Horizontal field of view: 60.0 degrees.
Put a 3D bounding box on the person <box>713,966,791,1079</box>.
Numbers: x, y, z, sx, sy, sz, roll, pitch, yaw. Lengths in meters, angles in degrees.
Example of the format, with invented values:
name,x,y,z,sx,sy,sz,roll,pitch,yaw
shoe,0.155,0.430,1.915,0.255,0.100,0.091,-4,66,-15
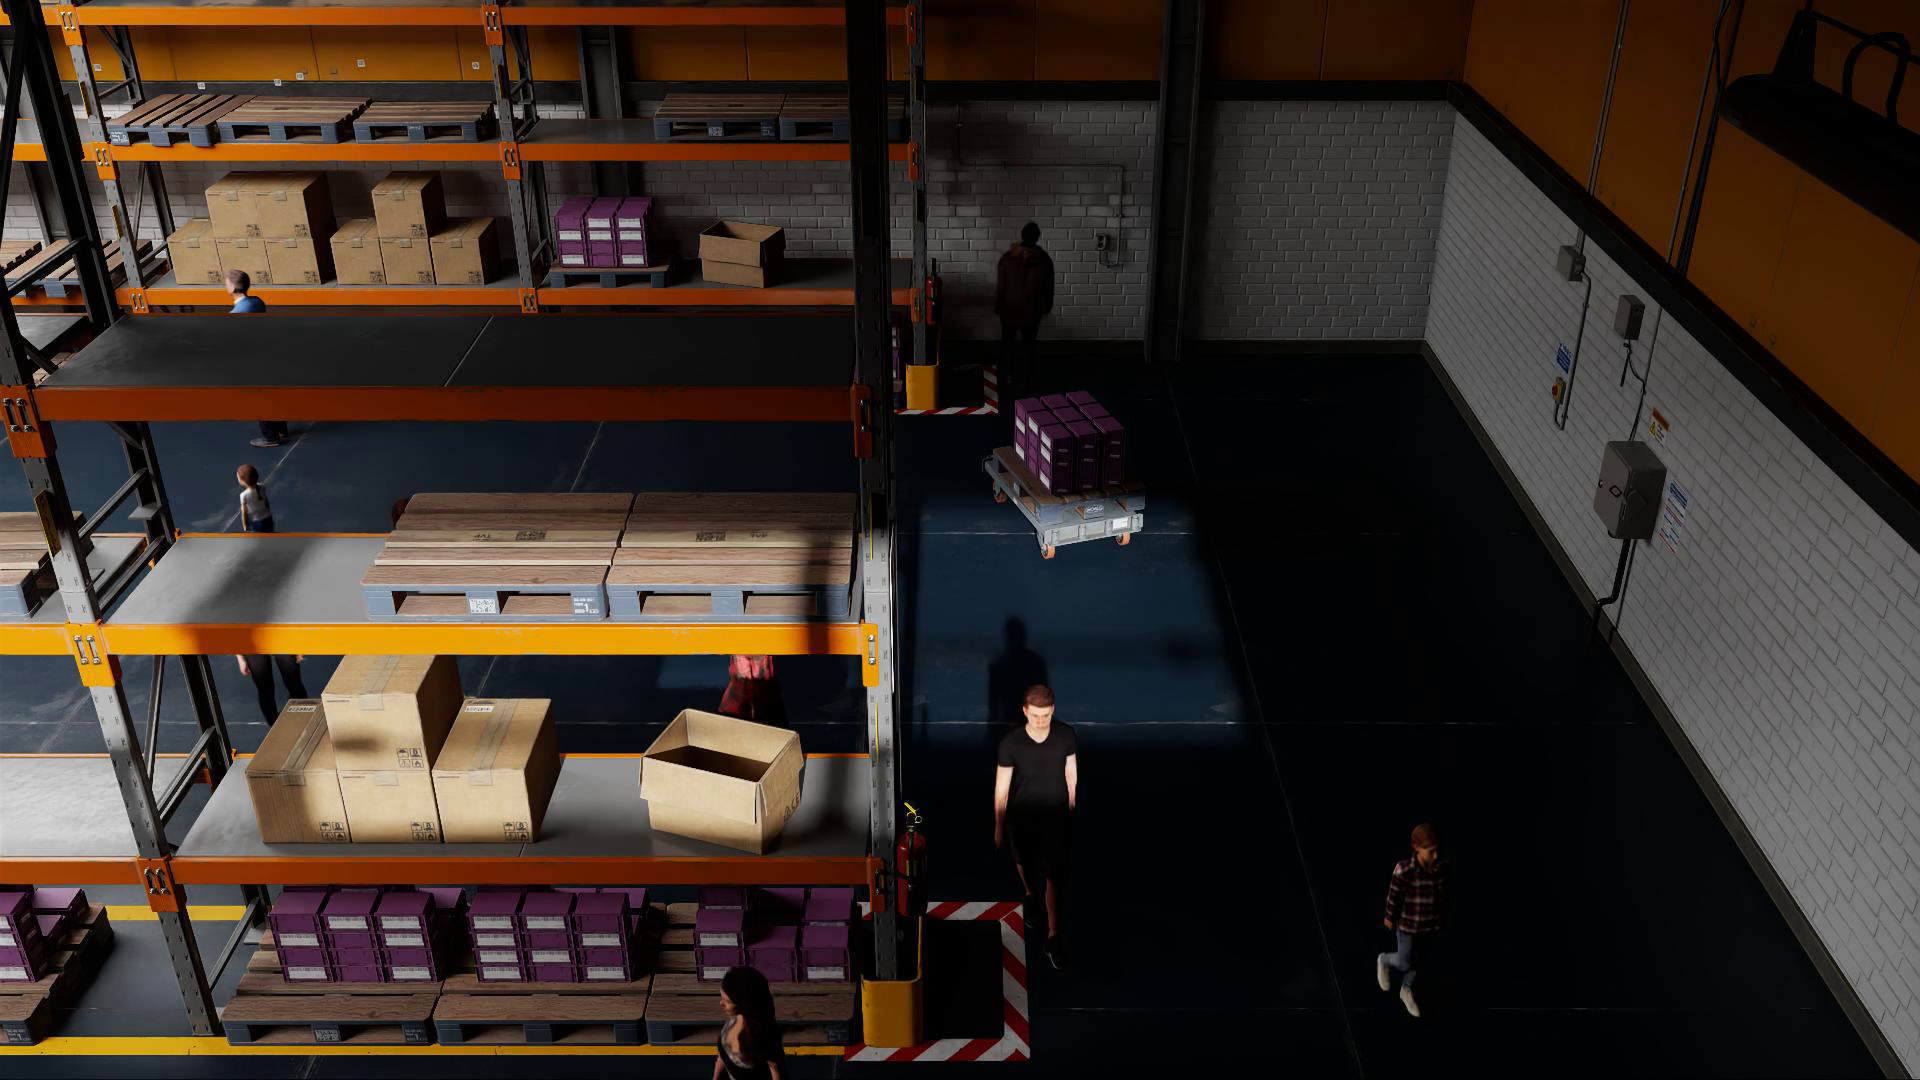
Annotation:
name,x,y,z,sx,sy,sz,roll,pitch,yaw
person,-0.879,2.741,8.192,1.253,1.718,0.998,-15,32,-25

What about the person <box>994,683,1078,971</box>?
name,x,y,z,sx,sy,sz,roll,pitch,yaw
person,0.462,1.608,10.150,0.975,1.833,0.814,-3,29,-5

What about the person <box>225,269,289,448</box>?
name,x,y,z,sx,sy,sz,roll,pitch,yaw
person,-6.961,-1.812,16.433,0.611,1.820,0.685,4,29,7

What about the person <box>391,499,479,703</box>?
name,x,y,z,sx,sy,sz,roll,pitch,yaw
person,-3.983,0.532,12.184,0.821,1.774,0.702,-5,29,-8

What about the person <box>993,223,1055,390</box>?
name,x,y,z,sx,sy,sz,roll,pitch,yaw
person,0.638,-2.437,17.566,0.794,1.832,0.892,4,29,7

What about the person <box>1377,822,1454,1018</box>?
name,x,y,z,sx,sy,sz,roll,pitch,yaw
person,2.643,2.161,9.694,0.631,1.298,0.669,-7,29,-12

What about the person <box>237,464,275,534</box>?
name,x,y,z,sx,sy,sz,roll,pitch,yaw
person,-5.996,-0.184,14.286,0.601,1.017,0.533,13,31,23
